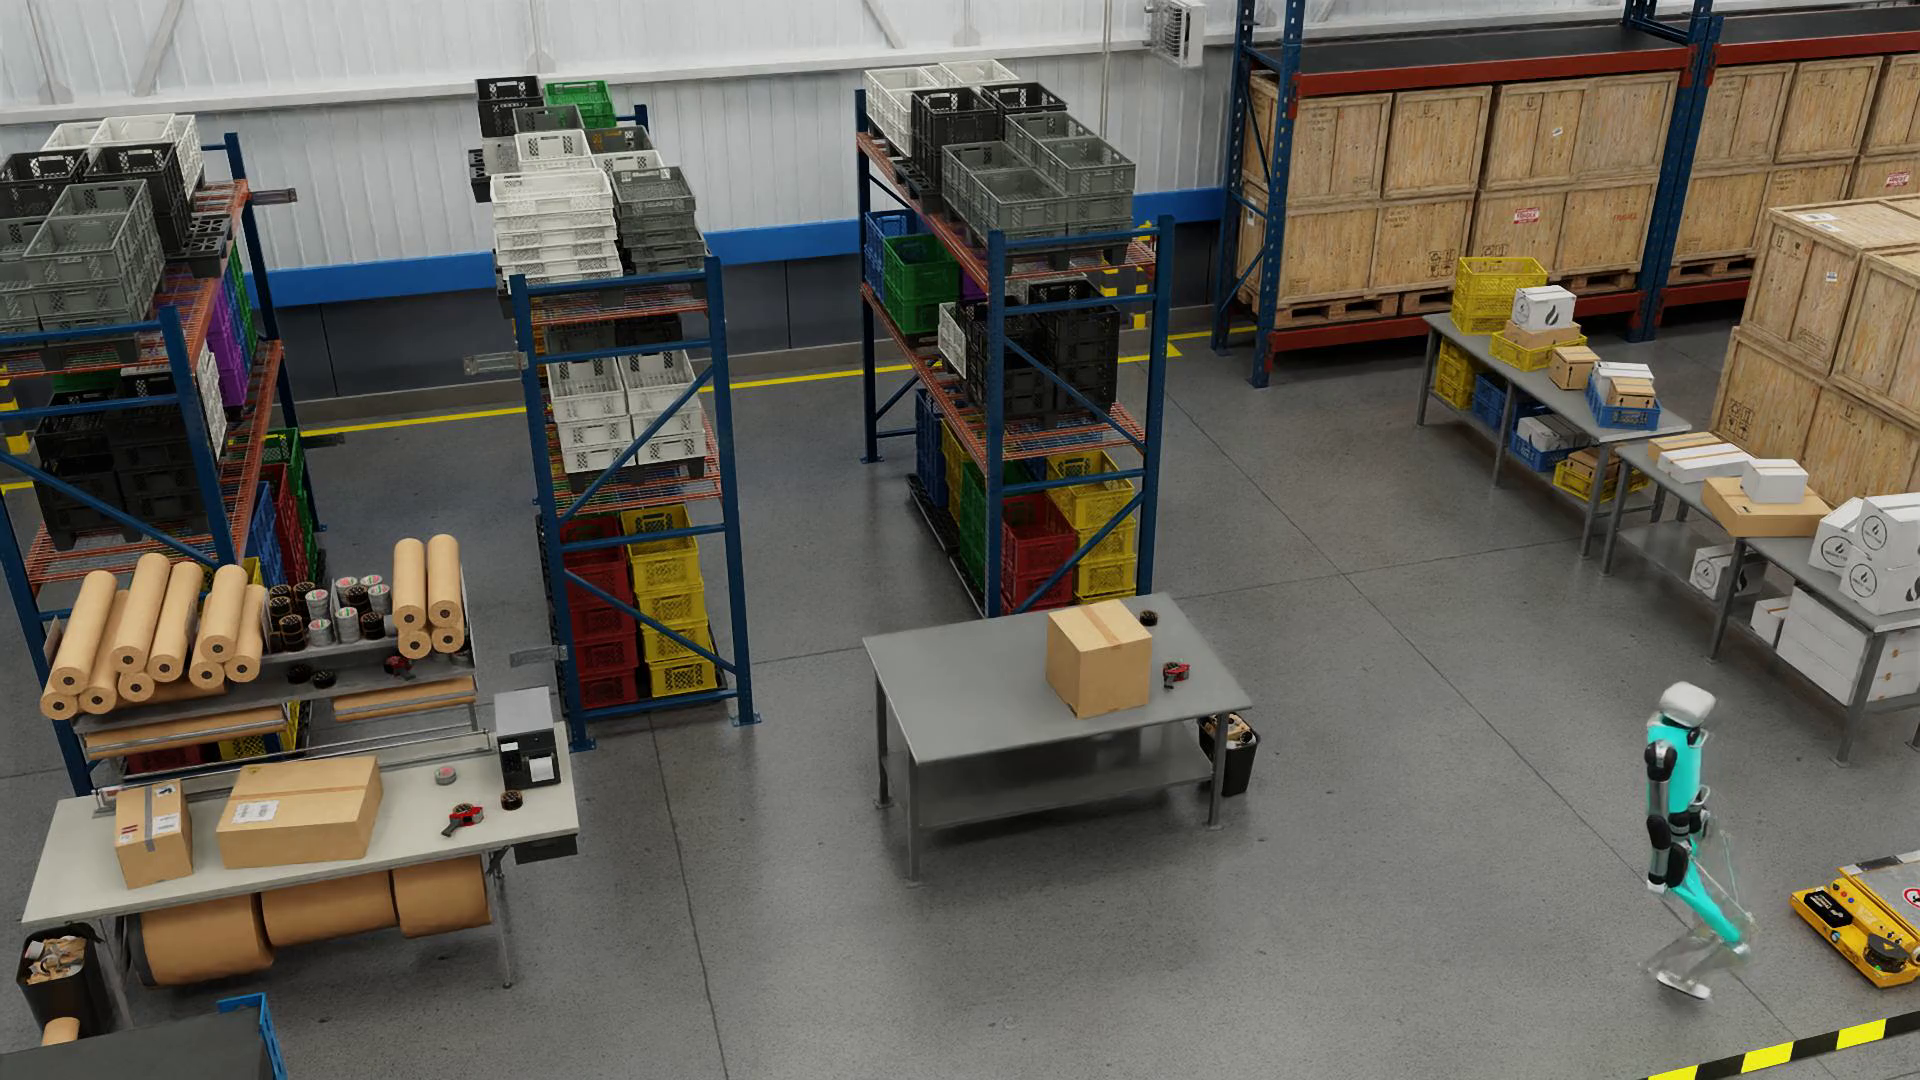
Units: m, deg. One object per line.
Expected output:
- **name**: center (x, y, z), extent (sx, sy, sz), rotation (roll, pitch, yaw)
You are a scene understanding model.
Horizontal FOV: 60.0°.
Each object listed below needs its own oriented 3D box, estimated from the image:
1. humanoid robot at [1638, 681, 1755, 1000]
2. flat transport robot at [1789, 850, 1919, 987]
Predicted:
- **humanoid robot**: center (3.530, 1.542, 7.858), extent (0.798, 1.799, 0.560), rotation (20, 34, 32)
- **flat transport robot**: center (5.163, 1.916, 8.676), extent (1.431, 0.231, 0.659), rotation (-8, 30, -14)
